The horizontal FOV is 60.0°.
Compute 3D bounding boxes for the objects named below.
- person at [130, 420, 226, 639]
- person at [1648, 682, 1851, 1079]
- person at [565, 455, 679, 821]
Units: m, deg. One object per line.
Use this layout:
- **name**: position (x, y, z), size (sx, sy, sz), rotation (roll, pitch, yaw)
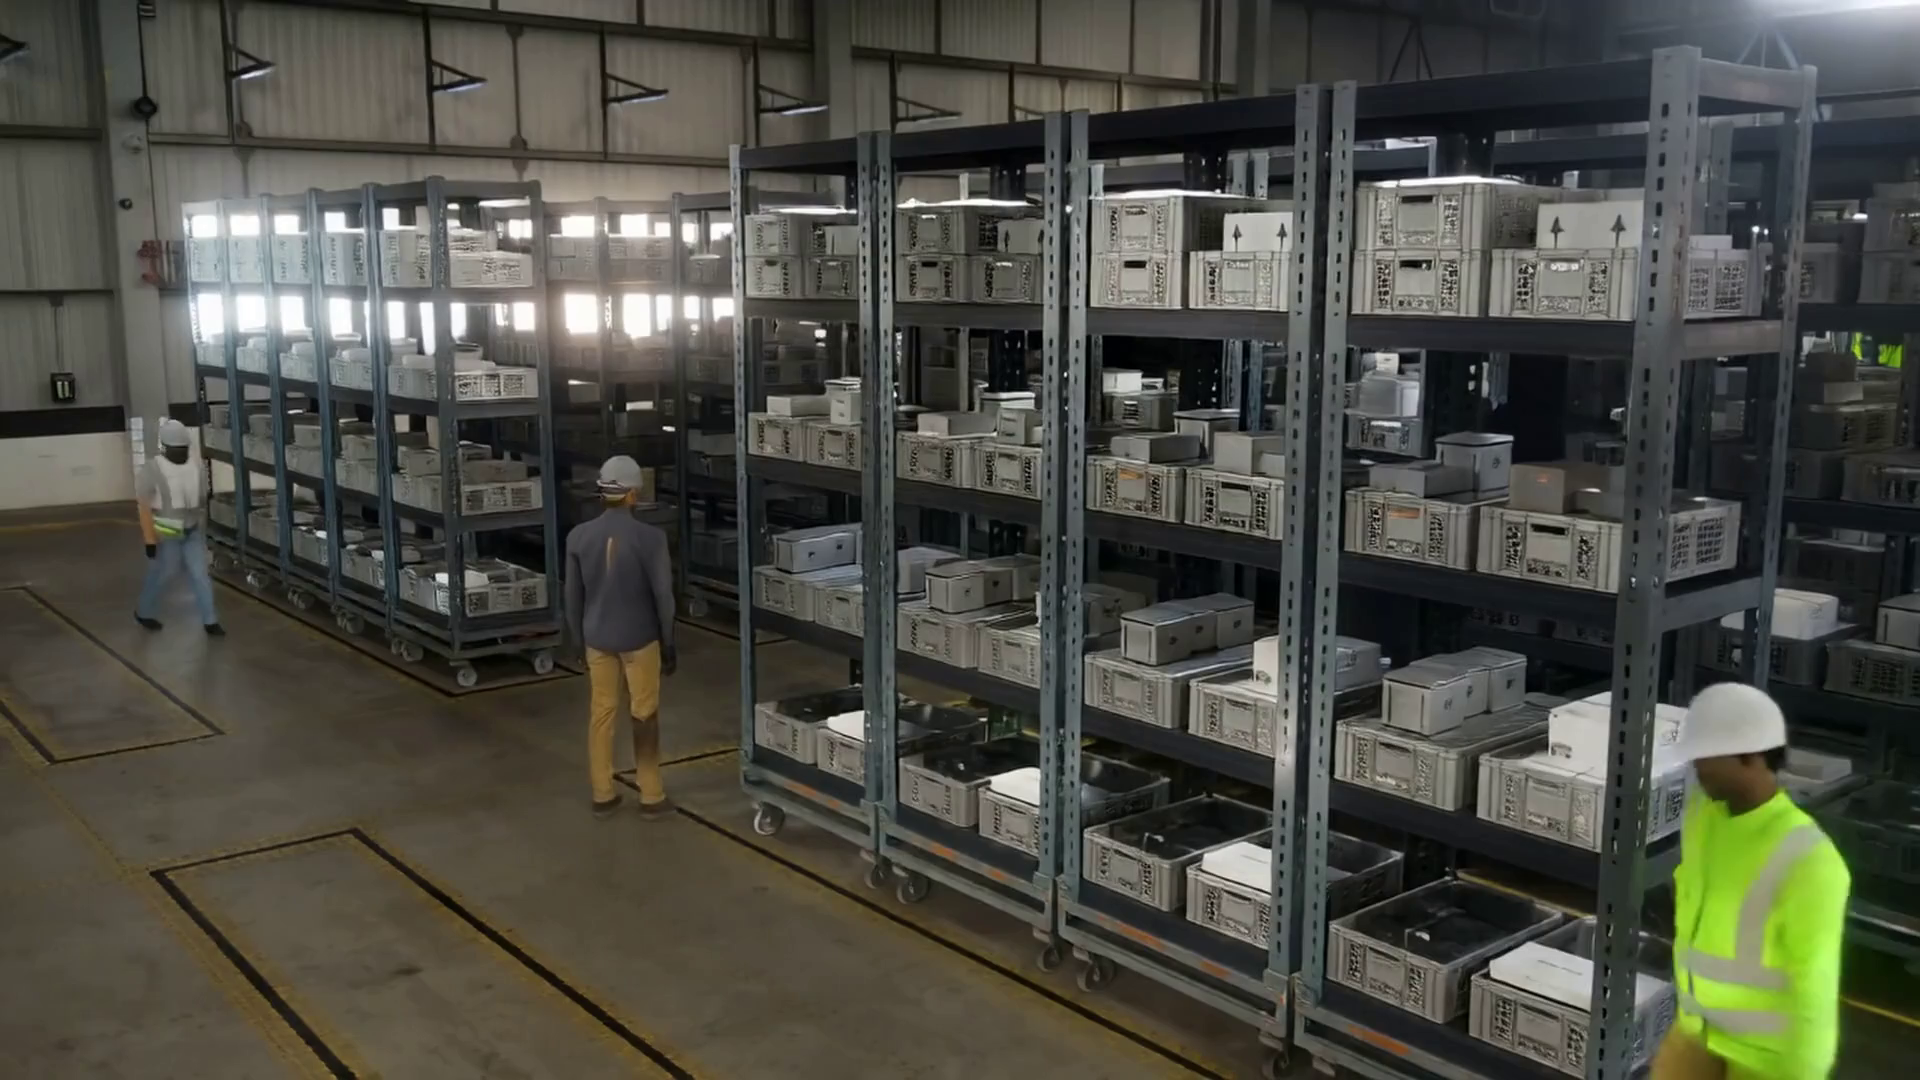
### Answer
- **person**: position (-6.381, -0.092, 13.471), size (0.930, 1.782, 0.635), rotation (6, 11, 31)
- **person**: position (2.081, 1.330, 4.455), size (0.455, 1.921, 0.691), rotation (-1, 10, -8)
- **person**: position (-1.820, 0.532, 9.045), size (0.623, 1.989, 0.401), rotation (2, 10, 11)
